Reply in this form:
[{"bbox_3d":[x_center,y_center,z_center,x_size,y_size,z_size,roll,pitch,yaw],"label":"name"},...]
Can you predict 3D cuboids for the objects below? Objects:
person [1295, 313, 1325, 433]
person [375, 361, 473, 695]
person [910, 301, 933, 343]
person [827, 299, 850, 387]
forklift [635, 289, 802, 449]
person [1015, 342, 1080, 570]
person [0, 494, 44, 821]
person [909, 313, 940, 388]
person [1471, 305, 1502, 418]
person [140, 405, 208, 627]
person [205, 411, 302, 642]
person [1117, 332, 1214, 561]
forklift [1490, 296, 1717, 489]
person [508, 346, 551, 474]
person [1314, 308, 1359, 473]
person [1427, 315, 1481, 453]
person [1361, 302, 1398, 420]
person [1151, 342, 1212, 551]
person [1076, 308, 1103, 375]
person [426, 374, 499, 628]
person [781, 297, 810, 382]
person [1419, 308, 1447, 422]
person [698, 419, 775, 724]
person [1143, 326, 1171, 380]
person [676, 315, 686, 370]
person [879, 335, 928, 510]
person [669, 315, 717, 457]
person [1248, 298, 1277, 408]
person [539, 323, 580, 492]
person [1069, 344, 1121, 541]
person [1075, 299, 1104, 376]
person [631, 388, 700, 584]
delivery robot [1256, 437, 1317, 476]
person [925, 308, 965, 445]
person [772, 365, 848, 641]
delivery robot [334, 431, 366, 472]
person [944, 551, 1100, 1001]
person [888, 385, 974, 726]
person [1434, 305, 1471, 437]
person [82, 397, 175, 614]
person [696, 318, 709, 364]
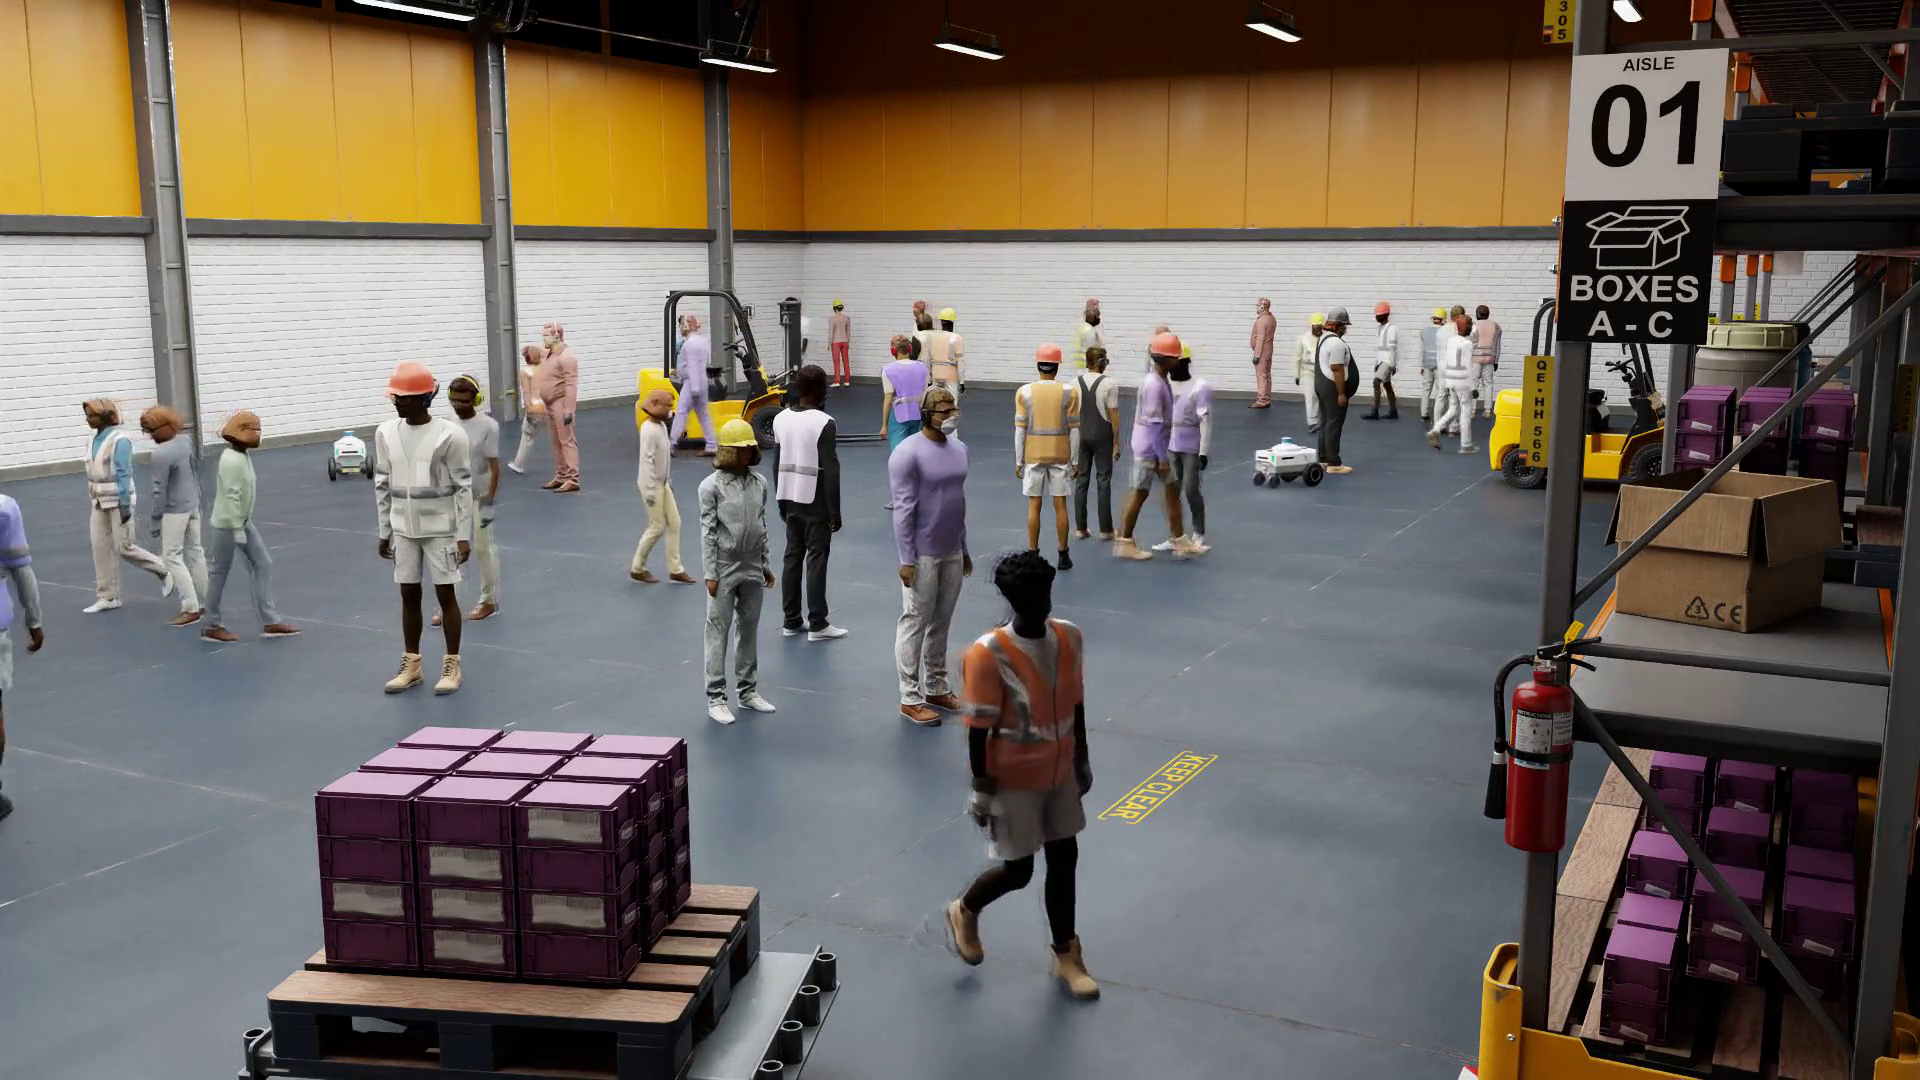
[{"bbox_3d":[5.356,-2.486,24.856,0.605,1.783,0.927,-1,10,-5],"label":"person"},{"bbox_3d":[-3.269,-0.066,10.116,0.608,2.040,0.394,2,10,11],"label":"person"},{"bbox_3d":[-0.705,-3.150,28.454,0.563,1.867,0.577,-4,11,-22],"label":"person"},{"bbox_3d":[-2.429,-3.940,33.334,0.524,1.769,0.314,-8,12,-38],"label":"person"},{"bbox_3d":[-3.358,-2.392,23.136,2.313,2.155,1.214,-1,10,-5],"label":"forklift"},{"bbox_3d":[0.739,-0.707,14.120,0.550,1.935,0.376,1,10,3],"label":"person"},{"bbox_3d":[-4.733,0.370,7.982,0.583,1.899,0.805,-4,11,-21],"label":"person"},{"bbox_3d":[-0.506,-2.400,24.299,0.638,1.805,0.718,-10,14,-44],"label":"person"},{"bbox_3d":[8.497,-2.911,27.163,0.635,1.840,0.429,-1,10,-8],"label":"person"},{"bbox_3d":[-5.705,-0.198,12.128,0.311,1.611,0.619,0,10,0],"label":"person"},{"bbox_3d":[-4.911,-0.084,11.469,0.725,1.597,0.516,-1,10,-4],"label":"person"},{"bbox_3d":[1.795,-0.782,14.355,0.924,2.004,0.628,3,10,19],"label":"person"},{"bbox_3d":[7.296,-1.677,18.993,2.313,2.155,1.214,5,11,27],"label":"forklift"},{"bbox_3d":[-5.083,-1.557,20.120,0.930,1.567,0.528,7,12,35],"label":"person"},{"bbox_3d":[4.625,-1.849,20.432,0.537,2.000,0.679,-1,10,-4],"label":"person"},{"bbox_3d":[6.684,-2.084,22.299,0.666,1.868,0.592,-2,10,-13],"label":"person"},{"bbox_3d":[6.744,-2.847,26.652,0.854,1.889,0.606,-1,10,-8],"label":"person"},{"bbox_3d":[2.053,-0.840,15.058,0.660,1.885,0.666,-9,13,-42],"label":"person"},{"bbox_3d":[2.072,-2.744,26.235,0.467,1.823,0.649,-1,10,-4],"label":"person"},{"bbox_3d":[-3.587,-0.276,11.943,0.599,1.825,0.777,3,10,18],"label":"person"},{"bbox_3d":[-2.848,-3.186,28.481,0.607,1.939,0.601,4,11,23],"label":"person"},{"bbox_3d":[7.571,-2.773,26.431,0.605,1.824,0.403,10,14,44],"label":"person"},{"bbox_3d":[-1.274,0.171,9.598,0.297,1.745,0.484,9,13,42],"label":"person"},{"bbox_3d":[3.025,-2.342,24.558,0.838,1.601,0.524,-9,13,-43],"label":"person"},{"bbox_3d":[-4.431,-2.801,26.991,0.550,1.666,0.690,1,10,3],"label":"person"},{"bbox_3d":[-0.573,-1.220,17.379,0.563,1.837,0.389,-7,12,-36],"label":"person"},{"bbox_3d":[-3.634,-2.008,21.868,0.930,1.860,0.658,1,10,3],"label":"person"},{"bbox_3d":[5.231,-3.236,28.841,0.409,1.913,0.642,5,11,28],"label":"person"},{"bbox_3d":[-4.541,-1.493,18.763,0.403,1.906,0.652,-7,12,-34],"label":"person"},{"bbox_3d":[1.263,-0.906,15.564,0.506,1.839,0.343,5,11,27],"label":"person"},{"bbox_3d":[2.279,-3.210,28.724,0.408,1.903,0.638,-8,12,-38],"label":"person"},{"bbox_3d":[-2.401,-0.431,13.479,0.578,1.599,0.538,1,10,6],"label":"person"},{"bbox_3d":[3.766,-0.941,19.203,0.707,0.478,0.477,-6,11,-30],"label":"delivery robot"},{"bbox_3d":[-0.189,-2.240,23.031,0.594,1.924,0.382,5,11,28],"label":"person"},{"bbox_3d":[-1.067,-0.258,11.584,0.597,1.915,0.370,9,13,41],"label":"person"},{"bbox_3d":[-7.305,-1.060,19.893,0.477,0.478,0.707,-4,11,-21],"label":"delivery robot"},{"bbox_3d":[0.200,0.828,6.013,0.591,1.662,0.577,-8,13,-41],"label":"person"},{"bbox_3d":[-0.151,0.078,9.573,0.371,1.940,0.627,7,12,36],"label":"person"},{"bbox_3d":[7.220,-2.469,24.365,0.380,1.930,0.627,-6,11,-29],"label":"person"},{"bbox_3d":[-6.325,-0.274,12.530,0.520,1.620,0.593,6,11,30],"label":"person"},{"bbox_3d":[-3.946,-2.443,24.702,0.434,1.747,0.540,-8,13,-39],"label":"person"}]
